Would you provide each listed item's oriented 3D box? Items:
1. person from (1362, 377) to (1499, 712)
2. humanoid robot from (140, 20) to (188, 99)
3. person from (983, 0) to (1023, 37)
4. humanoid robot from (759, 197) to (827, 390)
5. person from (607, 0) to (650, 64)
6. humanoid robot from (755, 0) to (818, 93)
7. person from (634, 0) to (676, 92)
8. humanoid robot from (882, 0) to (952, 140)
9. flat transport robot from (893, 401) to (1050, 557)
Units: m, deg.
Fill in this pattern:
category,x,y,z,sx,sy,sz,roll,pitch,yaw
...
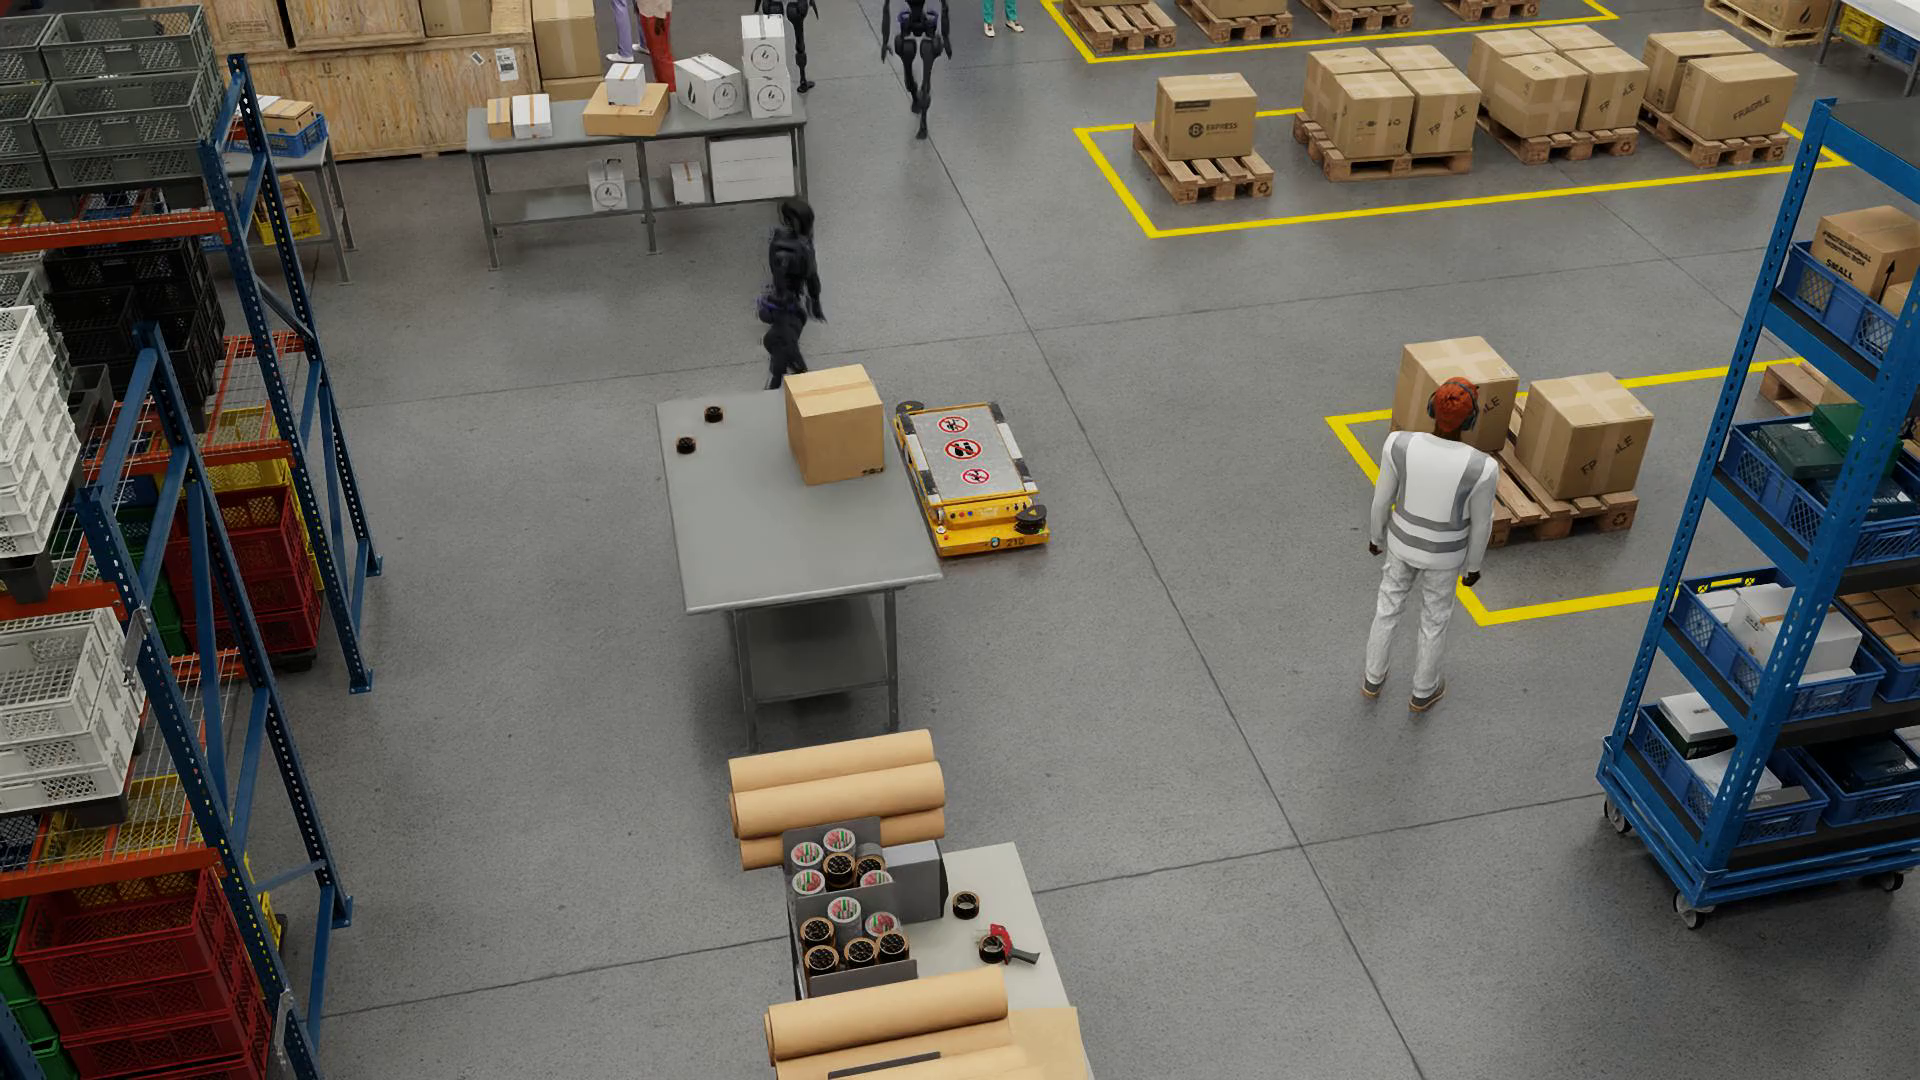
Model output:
category,x,y,z,sx,sy,sz,roll,pitch,yaw
person,2.283,0.039,8.150,0.573,1.882,0.355,19,41,24
humanoid robot,-5.877,-3.093,12.518,0.601,1.657,0.328,20,41,25
person,0.441,-5.764,16.045,0.531,1.766,0.323,-15,39,-19
humanoid robot,-1.027,-1.357,10.229,0.724,1.617,0.707,8,37,11
person,-3.183,-5.424,15.467,0.405,1.918,0.582,24,43,29
humanoid robot,-1.569,-4.863,14.898,0.599,1.657,0.332,5,37,7
person,-2.661,-4.583,14.277,0.398,1.991,0.647,-15,39,-20
humanoid robot,-0.362,-4.343,14.242,0.593,1.628,0.711,4,37,5
flat transport robot,0.046,-0.430,10.108,0.652,0.197,1.431,-8,37,-10
